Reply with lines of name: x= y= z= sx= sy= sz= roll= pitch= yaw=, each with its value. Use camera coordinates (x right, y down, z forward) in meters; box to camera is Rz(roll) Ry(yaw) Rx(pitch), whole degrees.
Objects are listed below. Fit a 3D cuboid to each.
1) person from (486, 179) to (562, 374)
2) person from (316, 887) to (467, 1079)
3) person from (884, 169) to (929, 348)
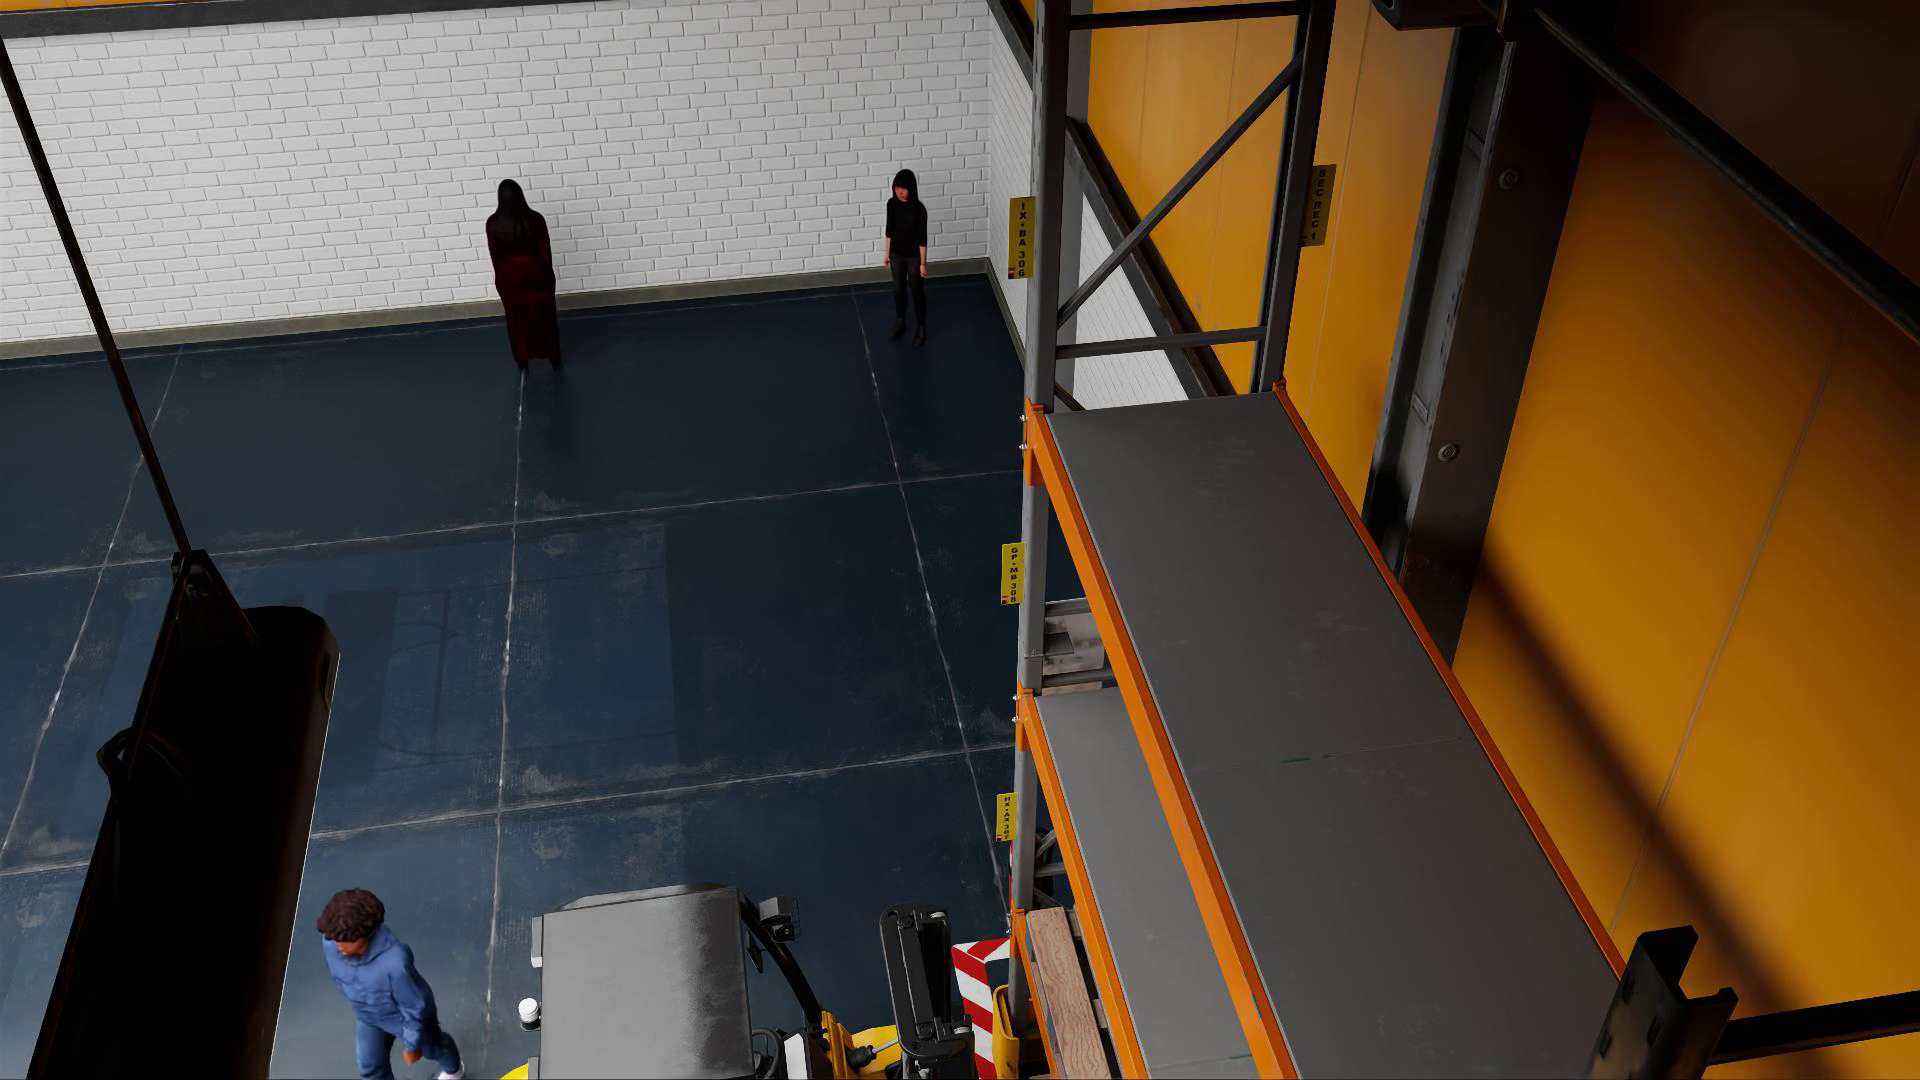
person: x=-3.659 y=-2.207 z=13.993 sx=0.670 sy=1.758 sz=0.635 roll=-9 pitch=39 yaw=-11
person: x=-2.808 y=2.273 z=8.366 sx=0.950 sy=1.780 sz=1.032 roll=13 pitch=40 yaw=16
person: x=-0.451 y=-2.476 z=14.424 sx=0.639 sy=1.641 sz=0.676 roll=18 pitch=42 yaw=21
